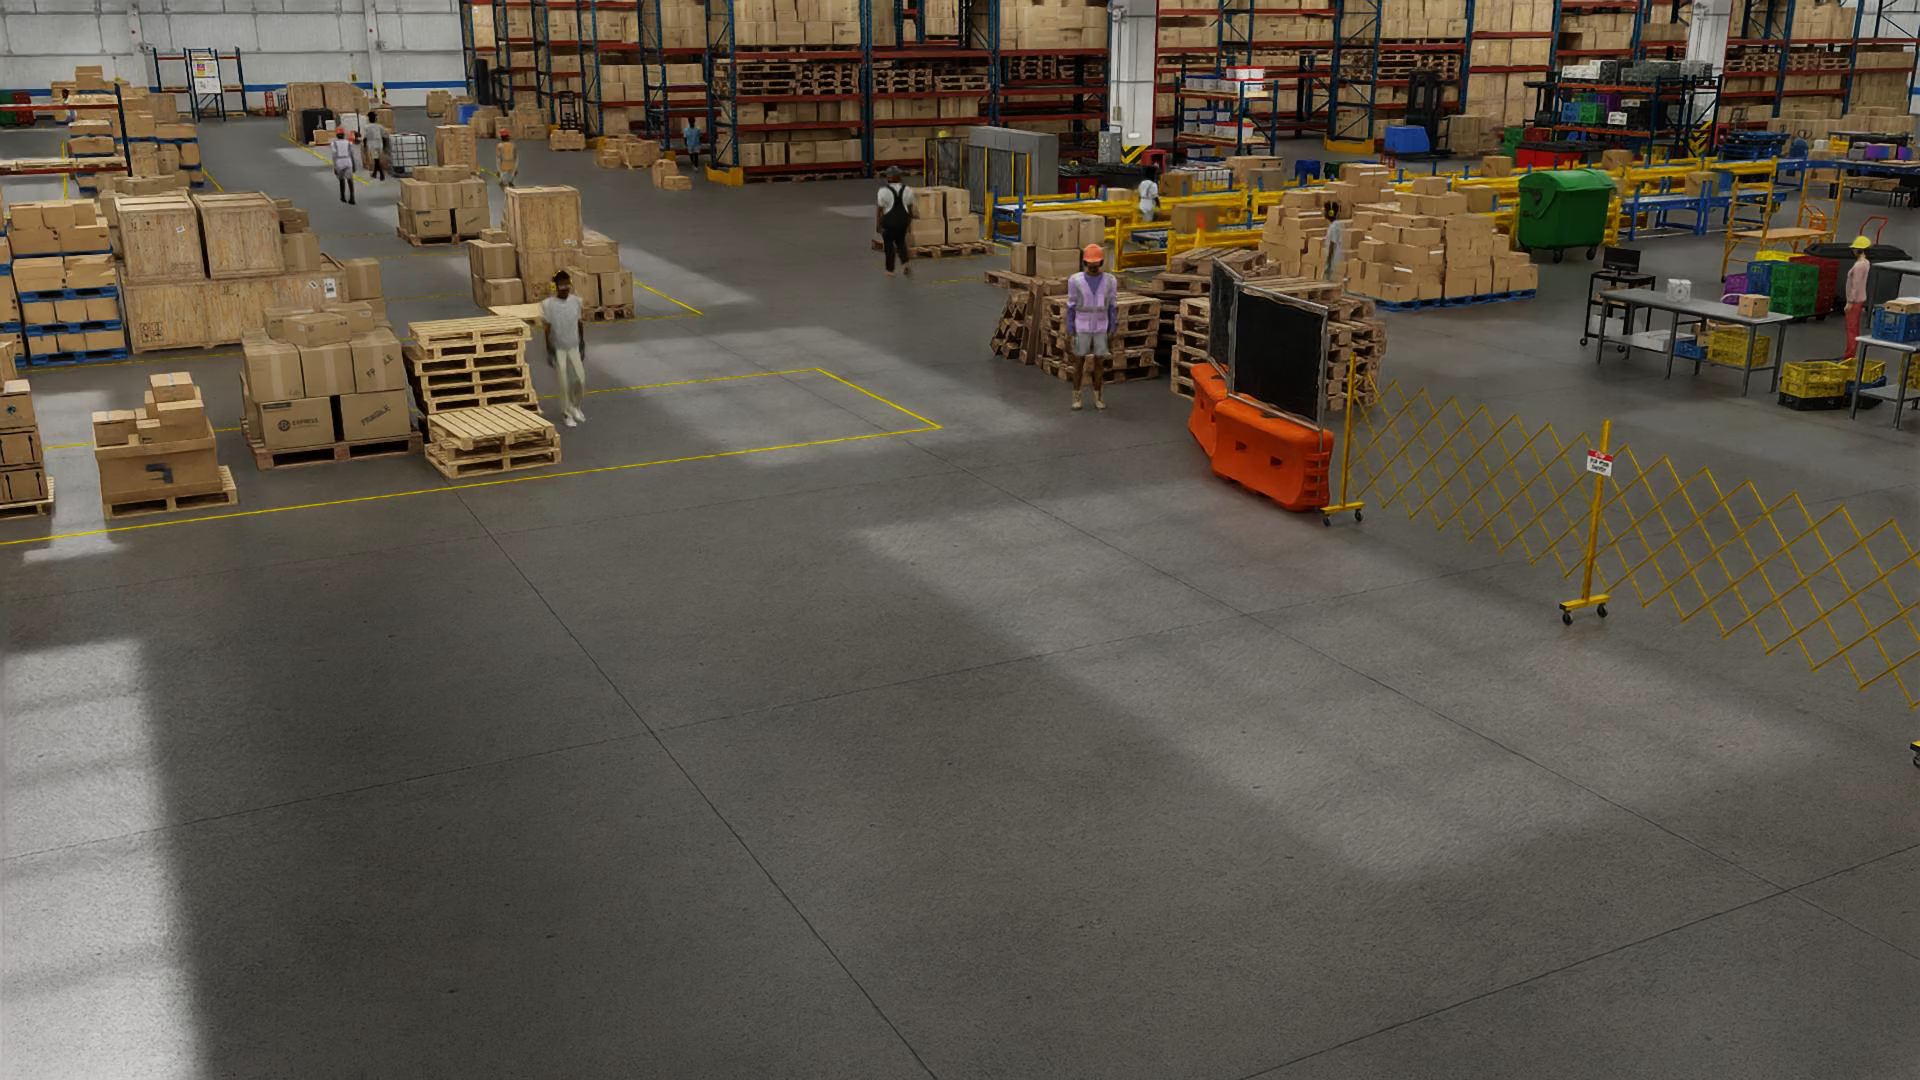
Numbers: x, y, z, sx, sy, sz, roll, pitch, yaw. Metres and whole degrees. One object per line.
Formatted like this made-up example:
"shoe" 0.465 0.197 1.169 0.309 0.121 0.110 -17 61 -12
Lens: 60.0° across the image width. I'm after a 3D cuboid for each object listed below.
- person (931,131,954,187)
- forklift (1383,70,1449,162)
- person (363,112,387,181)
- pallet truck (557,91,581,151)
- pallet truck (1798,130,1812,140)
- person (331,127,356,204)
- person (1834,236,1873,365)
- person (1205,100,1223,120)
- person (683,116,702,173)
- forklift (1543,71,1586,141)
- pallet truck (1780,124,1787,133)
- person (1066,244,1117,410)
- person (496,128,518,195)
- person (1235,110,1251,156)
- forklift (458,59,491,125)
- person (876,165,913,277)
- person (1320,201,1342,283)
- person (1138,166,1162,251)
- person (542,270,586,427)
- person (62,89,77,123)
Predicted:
"person" -0.499 -9.362 41.783 0.896 1.790 0.614 -11 21 -32
"forklift" 14.660 -13.589 53.200 1.873 2.768 1.129 -9 20 -26
"person" -16.636 -11.177 47.261 1.031 1.909 0.611 14 22 36
"pallet truck" -13.495 -14.412 57.188 0.823 1.965 1.885 -3 18 -9
"pallet truck" 25.526 -11.556 49.408 1.630 1.274 0.653 -9 20 -26
"person" -15.449 -9.402 41.745 0.561 1.895 0.978 -10 20 -29
"person" 12.282 -3.286 22.876 0.310 1.768 0.533 12 22 34
"person" 8.739 -14.397 57.321 0.640 1.886 0.503 1 18 3
"person" -7.957 -11.808 49.612 0.539 1.667 0.602 -1 18 -4
"forklift" 18.685 -13.231 52.085 1.873 2.768 1.129 -9 20 -26
"pallet truck" 25.206 -12.542 52.601 1.601 1.201 0.680 0 18 -2
"person" 1.602 -2.581 20.232 0.615 2.040 0.391 -1 18 -5
"person" -11.094 -9.088 40.706 0.583 1.923 0.396 -15 23 -40
"person" 9.019 -12.822 52.797 0.561 1.649 0.793 -5 18 -14
"forklift" -18.558 -17.276 64.695 1.873 2.768 1.129 -9 20 -26
"person" -1.228 -5.831 30.365 0.684 2.000 0.539 -8 20 -24
"person" 5.887 -4.415 26.268 0.446 1.849 0.566 5 18 14
"person" 3.887 -6.726 33.753 0.672 1.677 0.551 -8 19 -23
"person" -4.610 -2.229 19.440 0.506 1.854 0.400 -11 21 -31
"person" -32.207 -15.350 60.239 0.395 1.919 0.590 -17 24 -42
